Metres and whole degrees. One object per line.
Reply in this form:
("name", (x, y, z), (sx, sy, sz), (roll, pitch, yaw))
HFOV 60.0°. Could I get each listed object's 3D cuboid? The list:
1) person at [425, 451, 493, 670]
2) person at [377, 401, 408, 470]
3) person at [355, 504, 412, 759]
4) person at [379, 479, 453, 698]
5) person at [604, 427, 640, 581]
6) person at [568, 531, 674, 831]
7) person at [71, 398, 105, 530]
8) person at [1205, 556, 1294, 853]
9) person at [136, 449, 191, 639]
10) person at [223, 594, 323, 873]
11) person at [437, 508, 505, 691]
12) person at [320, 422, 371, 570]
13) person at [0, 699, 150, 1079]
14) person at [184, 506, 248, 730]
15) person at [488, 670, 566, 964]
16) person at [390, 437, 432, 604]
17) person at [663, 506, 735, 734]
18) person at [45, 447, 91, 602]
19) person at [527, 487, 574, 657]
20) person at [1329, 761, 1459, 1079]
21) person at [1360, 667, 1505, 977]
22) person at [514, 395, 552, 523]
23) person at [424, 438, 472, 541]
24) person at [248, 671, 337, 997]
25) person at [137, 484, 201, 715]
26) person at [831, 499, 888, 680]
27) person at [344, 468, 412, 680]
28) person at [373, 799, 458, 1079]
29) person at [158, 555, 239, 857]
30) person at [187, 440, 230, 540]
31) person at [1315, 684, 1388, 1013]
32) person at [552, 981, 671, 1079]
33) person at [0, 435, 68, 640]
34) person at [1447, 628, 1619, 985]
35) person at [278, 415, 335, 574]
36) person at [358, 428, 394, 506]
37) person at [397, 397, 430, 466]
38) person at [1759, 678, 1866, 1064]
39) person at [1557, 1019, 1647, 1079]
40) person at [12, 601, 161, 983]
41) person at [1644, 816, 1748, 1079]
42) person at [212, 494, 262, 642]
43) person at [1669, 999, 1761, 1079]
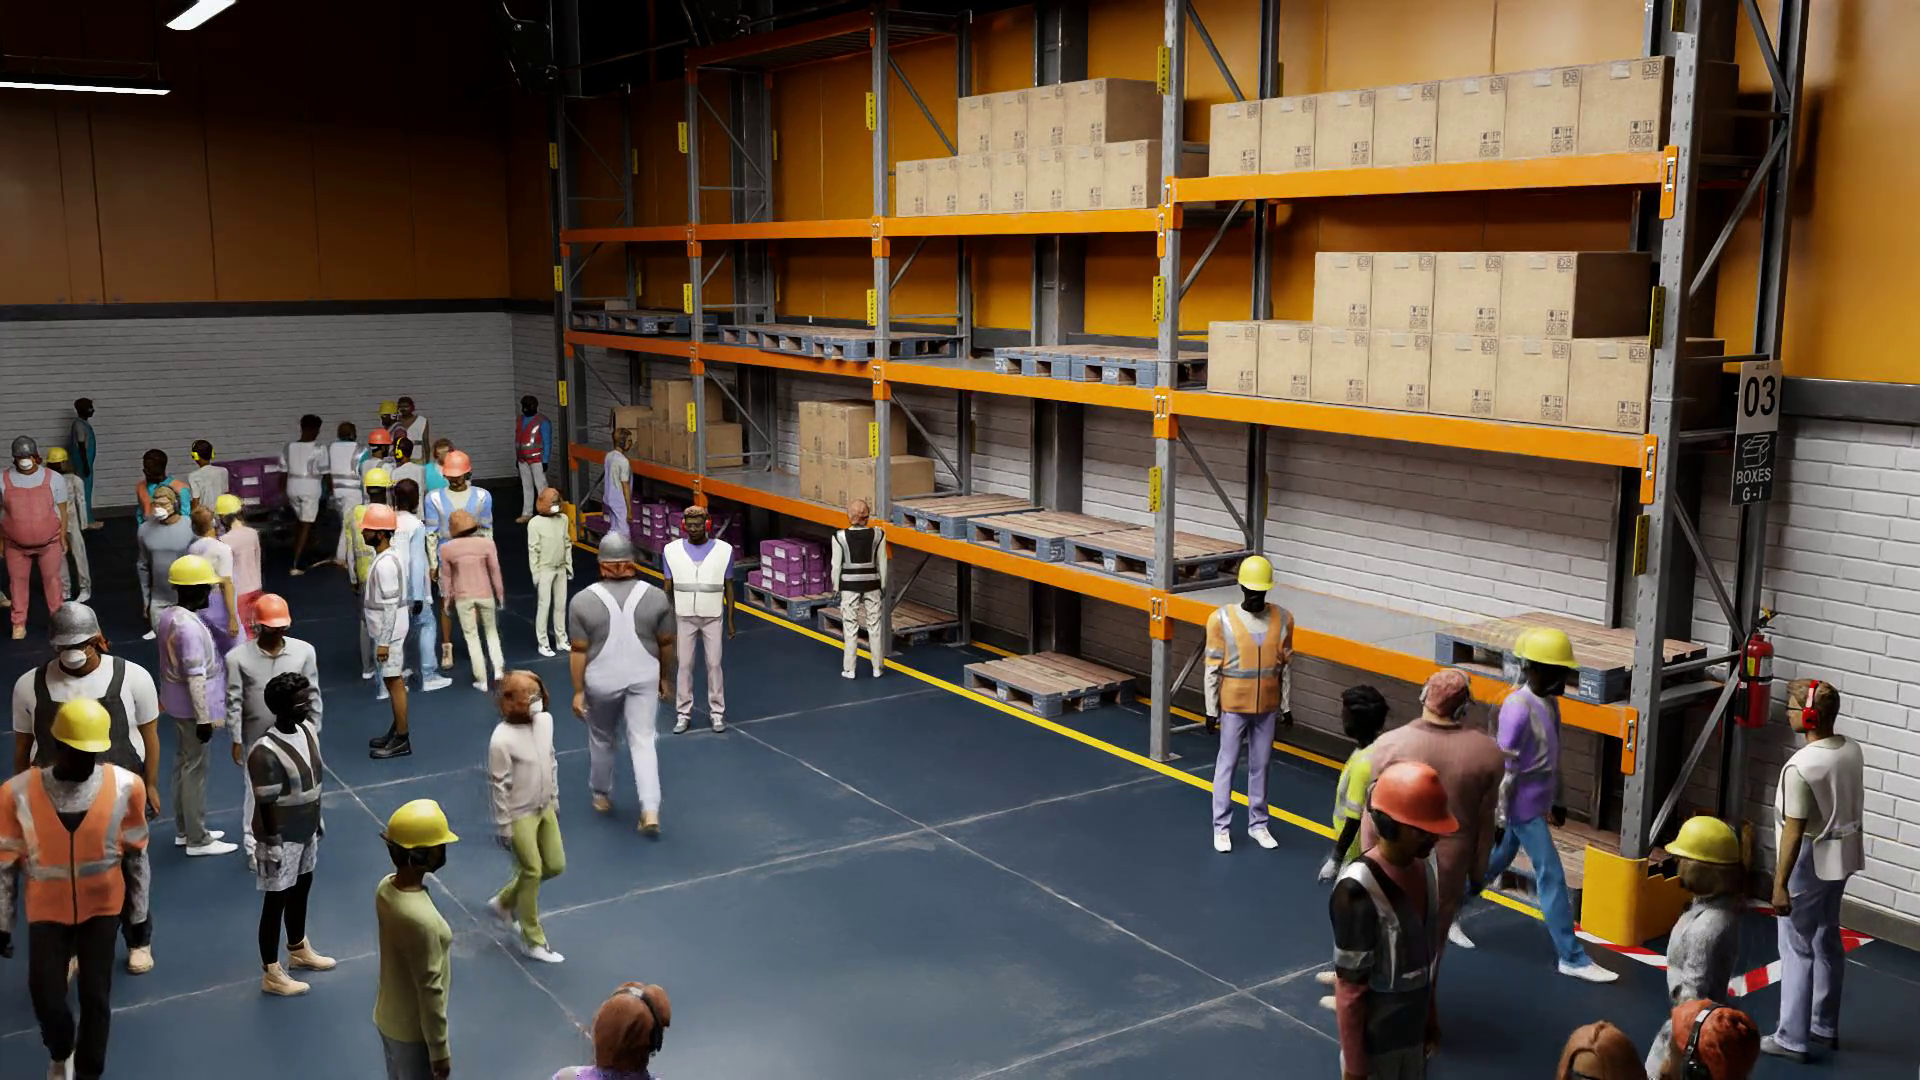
("person", (-4.604, 0.181, 15.372), (0.609, 2.035, 0.404), (-4, 10, -23))
("person", (-7.863, -1.026, 23.094), (0.403, 1.824, 0.591), (-7, 12, -35))
("person", (-4.375, 0.689, 12.661), (0.347, 1.943, 0.545), (-3, 10, -18))
("person", (-4.784, 0.408, 14.486), (0.620, 1.889, 0.780), (5, 11, 27))
("person", (-3.944, -0.392, 19.331), (0.349, 1.836, 0.517), (-7, 12, -37))
("person", (-2.249, 0.905, 11.108), (0.694, 2.000, 1.010), (-3, 10, -19))
("person", (-12.213, -1.066, 23.250), (0.325, 1.843, 0.516), (-4, 11, -24))
("person", (1.857, 1.044, 10.630), (0.594, 1.922, 0.381), (-2, 10, -12))
("person", (-7.885, 0.043, 16.532), (0.590, 1.917, 0.396), (3, 10, 15))
("person", (-4.245, 1.186, 10.335), (0.572, 1.743, 0.349), (-6, 11, -32))
("person", (-4.290, 0.523, 14.603), (0.525, 1.607, 0.381), (-4, 10, -22))
("person", (-7.539, -0.547, 20.415), (0.646, 1.793, 0.993), (1, 10, 7))
("person", (-3.892, 1.617, 7.321), (0.632, 1.902, 0.470), (-5, 11, -27))
("person", (-6.000, 0.629, 13.440), (0.598, 1.793, 0.416), (4, 11, 24))
("person", (-2.366, 1.477, 8.980), (0.463, 1.616, 0.516), (4, 10, 22))
("person", (-5.989, -0.194, 18.084), (0.333, 1.864, 0.505), (5, 11, 26))
("person", (-2.083, 0.628, 13.303), (0.570, 1.843, 0.372), (-1, 10, -6))
("person", (-9.856, -0.165, 18.297), (0.498, 1.731, 0.342), (1, 10, 8))
("person", (-3.903, 0.300, 15.881), (0.285, 1.624, 0.509), (6, 11, 32))
("person", (1.577, 1.777, 6.040), (0.410, 2.030, 0.611), (9, 13, 42))
("person", (2.227, 1.542, 7.866), (0.644, 1.878, 0.614), (1, 10, 4))
("person", (-6.105, -1.141, 23.699), (0.621, 1.845, 0.429), (6, 11, 29))
("person", (-5.793, -0.281, 18.776), (0.600, 1.808, 0.903), (-6, 11, -30))
("person", (-3.476, 1.504, 8.629), (0.322, 1.691, 0.533), (1, 10, 6))
("person", (-6.493, 0.498, 13.794), (0.629, 1.940, 0.376), (1, 10, 5))
("person", (-0.900, 0.449, 14.960), (0.514, 1.639, 0.314), (-2, 10, -10))
("person", (-5.218, 0.309, 14.982), (0.583, 1.918, 0.407), (1, 10, 3))
("person", (-2.064, 1.852, 6.381), (0.340, 1.761, 0.527), (-6, 12, -33))
("person", (-4.873, 1.047, 10.602), (0.387, 1.926, 0.591), (-7, 12, -35))
("person", (-8.043, -0.149, 17.816), (0.328, 1.865, 0.520), (5, 11, 26))
("person", (1.991, 1.551, 8.338), (0.384, 1.693, 0.549), (2, 10, 14))
("person", (-1.027, 2.150, 4.978), (0.545, 1.626, 0.449), (2, 10, 13))
("person", (-9.258, -0.032, 16.606), (0.683, 2.000, 0.538), (-5, 11, -29))
("person", (2.993, 1.371, 8.887), (1.027, 1.877, 0.602), (6, 11, 31))
("person", (-7.911, -0.559, 20.120), (0.600, 1.912, 0.948), (2, 10, 14))
("person", (-6.354, -0.263, 18.304), (0.543, 1.929, 0.386), (7, 12, 37))
("person", (-7.826, -1.130, 23.676), (0.565, 1.832, 0.395), (-1, 10, -3))
("person", (4.032, 1.563, 7.853), (0.561, 1.836, 0.391), (-7, 12, -35))
("person", (1.853, 2.175, 4.874), (0.505, 1.624, 0.284), (8, 13, 41))
("person", (-4.557, 1.313, 8.709), (0.688, 2.000, 0.536), (-4, 10, -21))
("person", (2.854, 1.884, 6.348), (0.880, 1.707, 0.493), (4, 10, 20))
("person", (-6.296, 0.456, 14.648), (0.624, 1.751, 0.536), (2, 10, 10))
("person", (1.970, 2.128, 4.412), (0.576, 1.880, 0.351), (-5, 11, -26))
